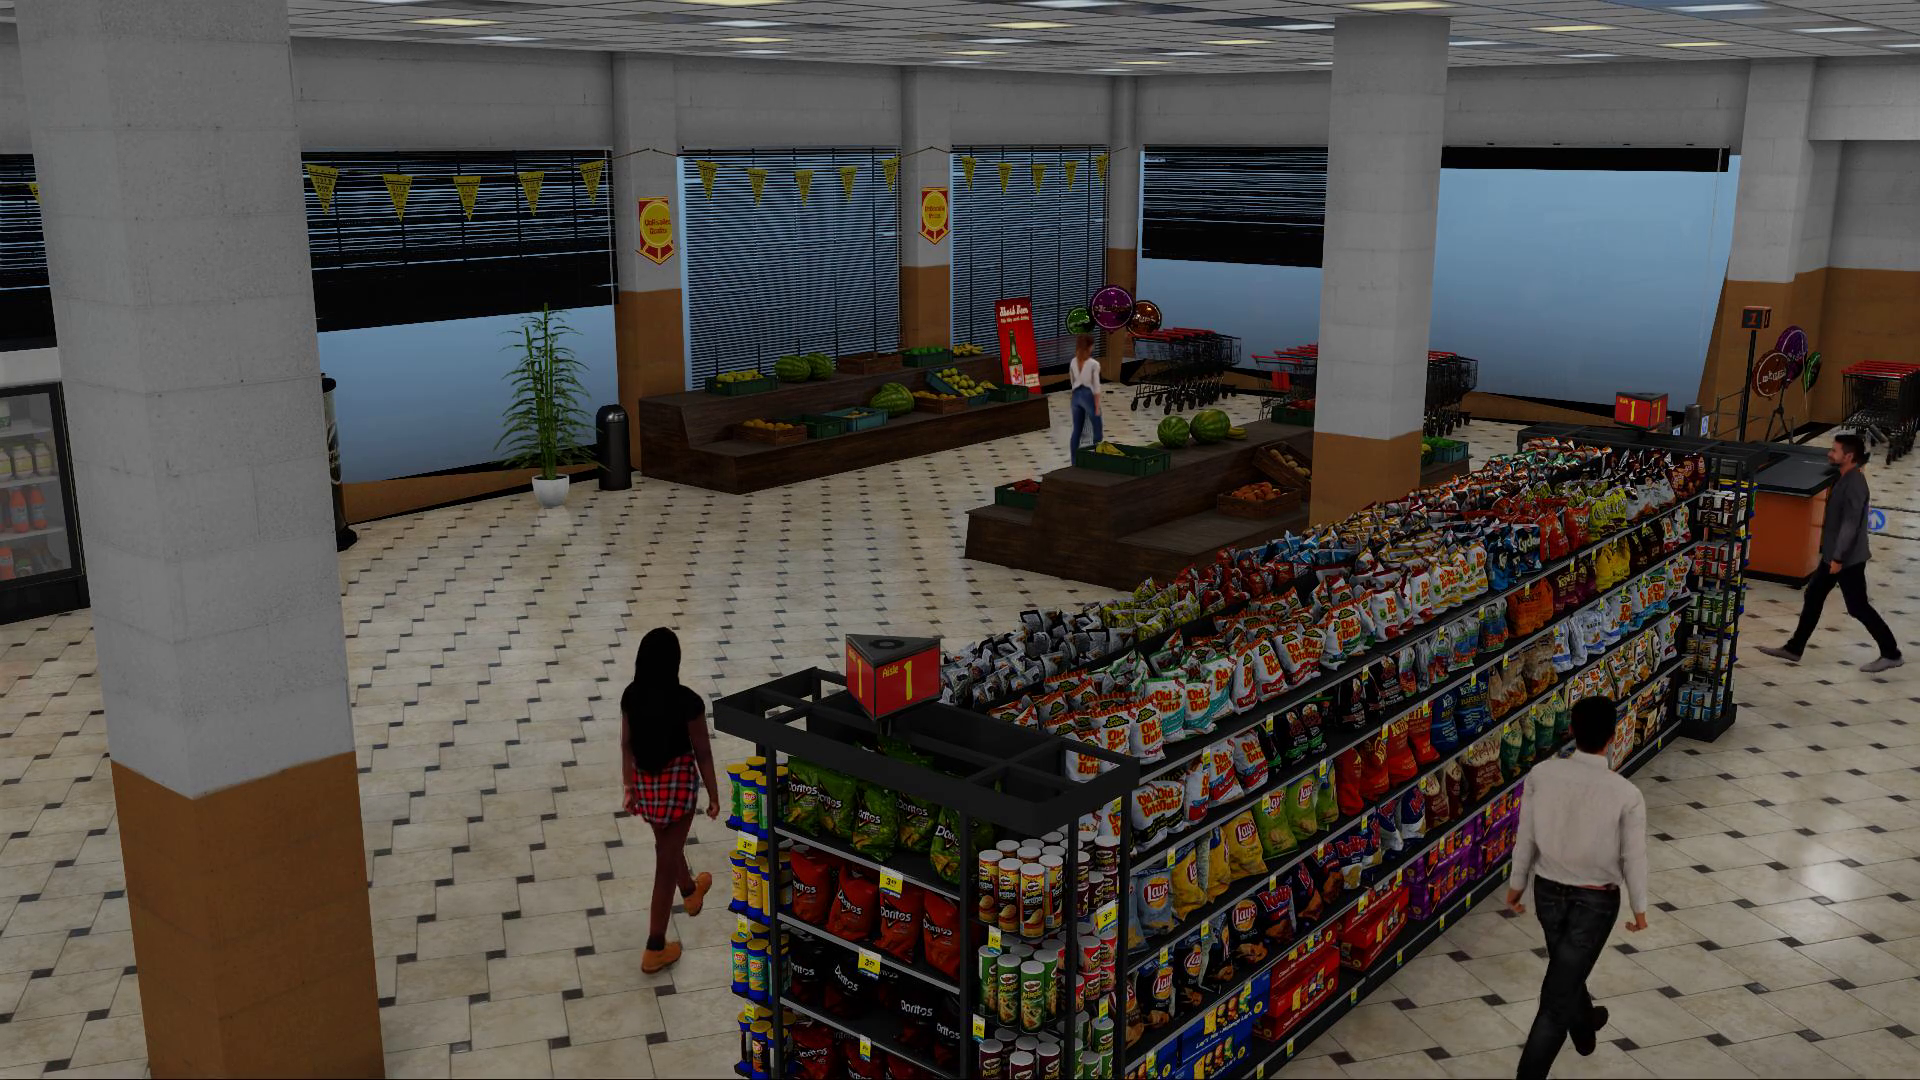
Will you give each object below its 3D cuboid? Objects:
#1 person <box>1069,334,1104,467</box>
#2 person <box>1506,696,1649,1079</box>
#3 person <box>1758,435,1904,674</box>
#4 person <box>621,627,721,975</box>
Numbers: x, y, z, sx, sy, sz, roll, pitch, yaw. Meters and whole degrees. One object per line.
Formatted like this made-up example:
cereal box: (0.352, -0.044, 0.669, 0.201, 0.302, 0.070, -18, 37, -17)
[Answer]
person: (1.478, -1.641, 20.285, 0.651, 1.699, 0.923, 10, 17, 36)
person: (2.526, 1.565, 6.938, 0.707, 1.759, 1.177, 12, 18, 42)
person: (6.836, 0.142, 12.665, 1.059, 1.825, 1.257, 4, 14, 18)
person: (-1.484, 1.305, 8.152, 0.839, 1.691, 1.142, 5, 15, 21)
